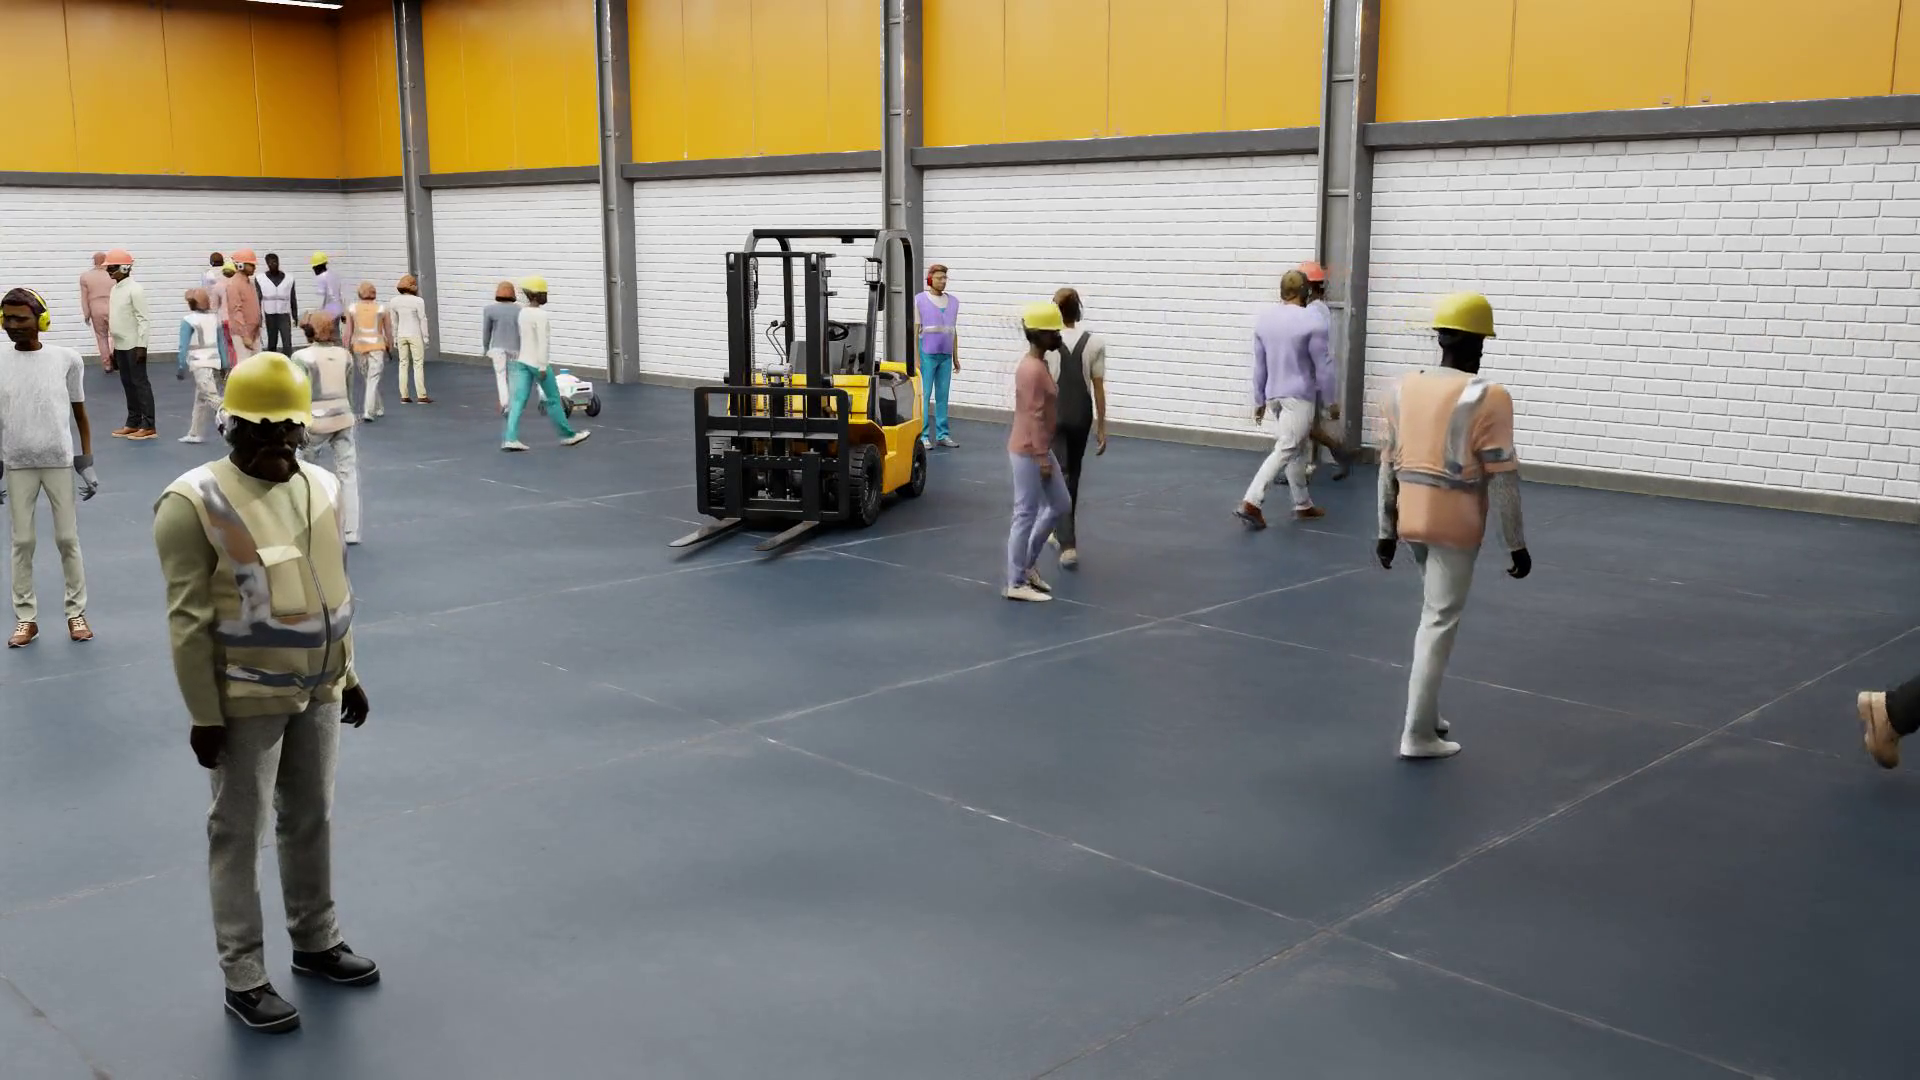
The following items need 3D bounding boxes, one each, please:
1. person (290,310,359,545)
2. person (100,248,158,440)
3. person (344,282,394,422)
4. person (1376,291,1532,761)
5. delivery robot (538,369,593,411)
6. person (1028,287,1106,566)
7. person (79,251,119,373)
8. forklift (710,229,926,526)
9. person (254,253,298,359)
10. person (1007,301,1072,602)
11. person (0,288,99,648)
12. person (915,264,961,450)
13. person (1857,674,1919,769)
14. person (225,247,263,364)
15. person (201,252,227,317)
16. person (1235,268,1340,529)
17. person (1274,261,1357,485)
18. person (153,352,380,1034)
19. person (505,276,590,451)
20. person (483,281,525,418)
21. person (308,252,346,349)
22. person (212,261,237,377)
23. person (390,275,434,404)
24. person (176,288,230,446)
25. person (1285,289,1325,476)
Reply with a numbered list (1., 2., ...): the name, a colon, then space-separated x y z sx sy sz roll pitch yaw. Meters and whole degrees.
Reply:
1. person: -4.452 -0.773 11.499 0.699 1.610 0.547 6 12 31
2. person: -8.728 -2.049 17.444 0.623 1.992 0.391 8 13 38
3. person: -6.830 -2.172 19.222 0.526 1.587 0.858 0 10 -2
4. person: 2.025 -0.049 6.796 0.626 1.906 0.612 -6 12 -28
5. delivery robot: -4.645 -1.770 19.574 0.707 0.478 0.477 10 15 41
6. person: 0.684 -0.749 10.905 0.525 1.801 0.957 -2 11 -9
7. person: -13.237 -3.525 25.758 0.667 1.891 0.485 -4 11 -22
8. forklift: -1.050 -1.319 12.920 1.214 2.155 2.313 2 11 13
9. person: -10.497 -3.467 25.530 0.626 1.878 0.881 -5 12 -27
10. person: 0.448 -0.500 9.658 0.399 1.755 0.524 2 11 12
11. person: -4.801 -0.376 8.680 0.535 1.863 0.310 -5 12 -25
12. person: -0.250 -1.834 16.670 0.567 1.849 0.389 -8 13 -37
13. person: 3.954 -0.034 6.328 0.754 2.000 0.691 5 11 24
14. person: -8.280 -2.395 19.352 0.402 1.990 0.633 0 10 2
15. person: -12.572 -3.958 28.273 0.428 1.845 0.621 10 14 43
16. person: 2.371 -1.029 12.186 0.991 1.909 0.628 -7 12 -32
17. person: 3.008 -1.389 14.046 0.606 1.918 0.558 3 11 15
18. person: -1.862 0.401 4.551 0.404 1.825 0.586 5 11 25
19. person: -4.181 -1.756 16.572 0.544 1.713 0.926 10 14 43
20. person: -5.359 -2.254 19.642 0.512 1.597 0.825 -3 11 -18
21. person: -9.675 -3.466 25.526 0.419 1.886 0.738 0 10 -1
22. person: -10.739 -3.237 24.591 0.520 1.743 0.611 -1 10 -4
23. person: -6.973 -2.542 21.119 0.498 1.633 0.284 2 11 13
24. person: -7.651 -1.752 16.896 0.835 1.601 0.514 2 11 12
25. person: 3.077 -1.416 14.832 0.321 1.690 0.532 3 11 18
